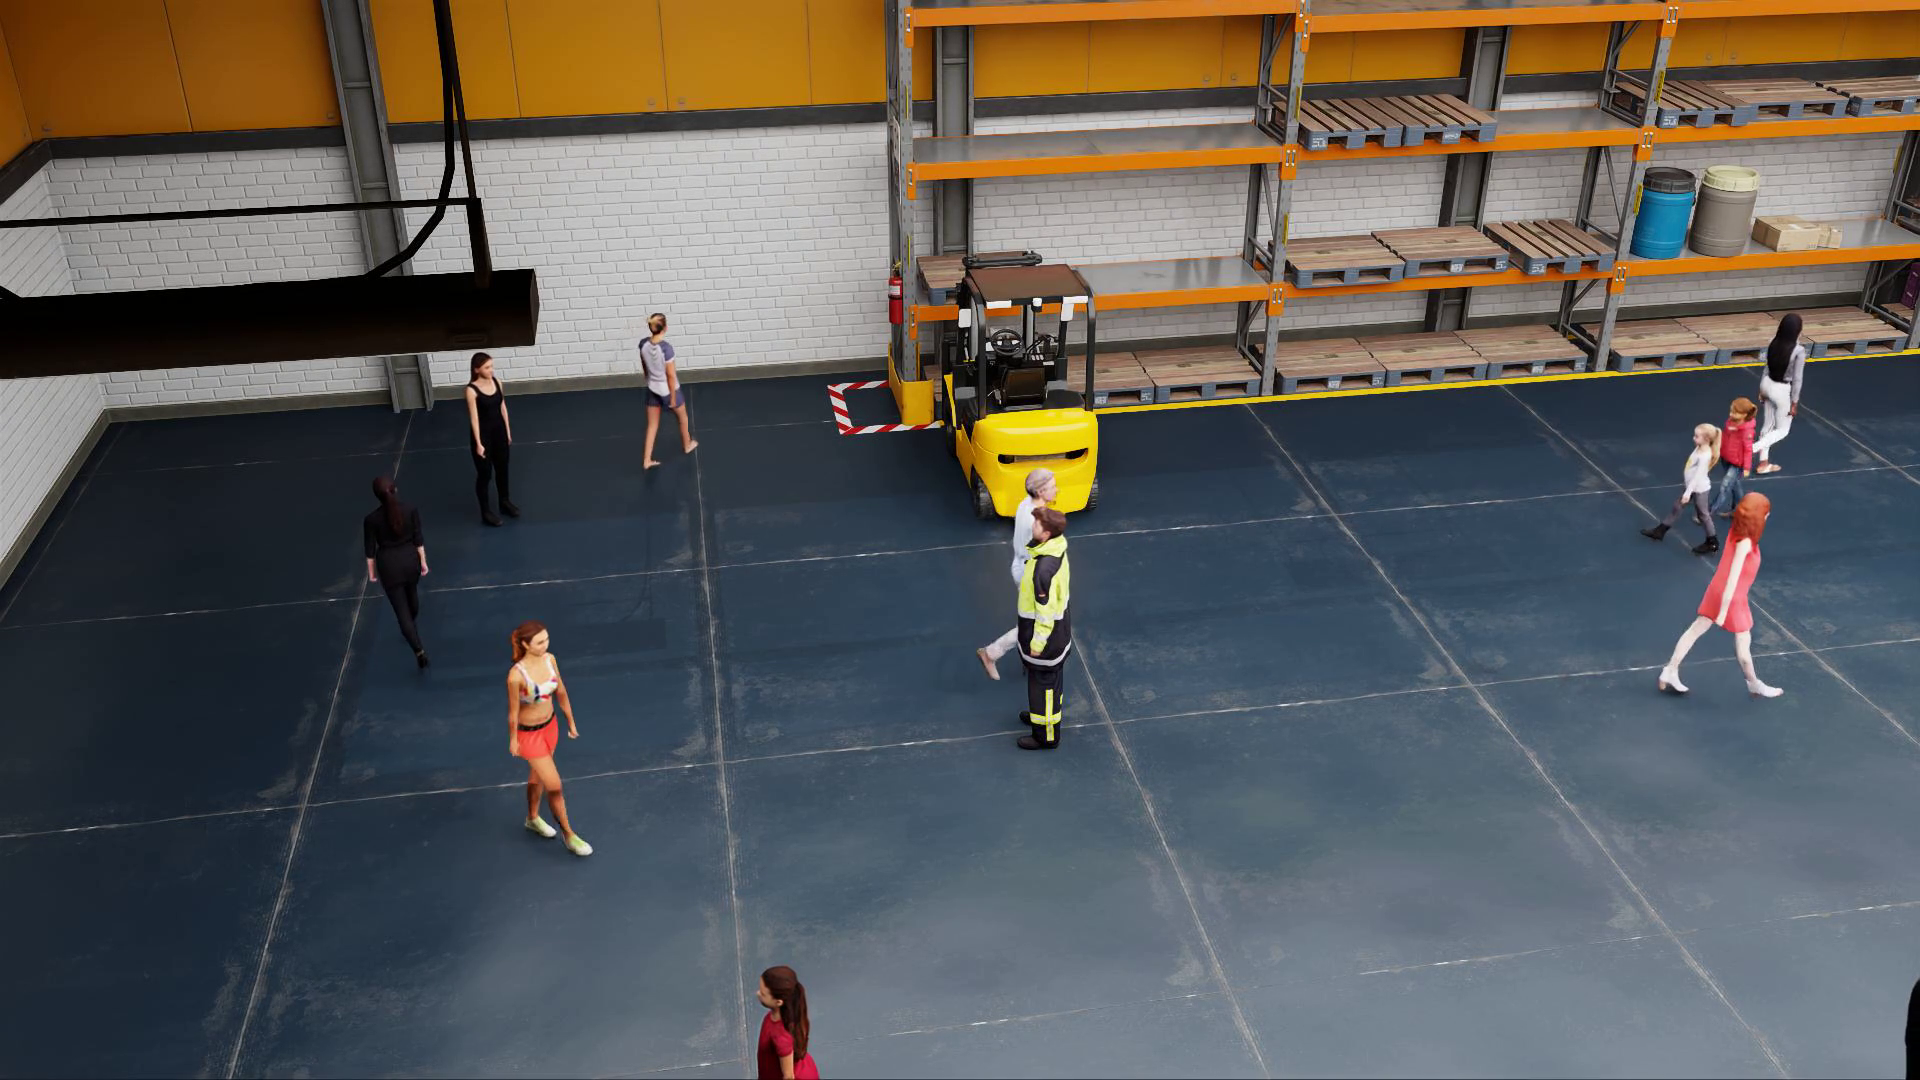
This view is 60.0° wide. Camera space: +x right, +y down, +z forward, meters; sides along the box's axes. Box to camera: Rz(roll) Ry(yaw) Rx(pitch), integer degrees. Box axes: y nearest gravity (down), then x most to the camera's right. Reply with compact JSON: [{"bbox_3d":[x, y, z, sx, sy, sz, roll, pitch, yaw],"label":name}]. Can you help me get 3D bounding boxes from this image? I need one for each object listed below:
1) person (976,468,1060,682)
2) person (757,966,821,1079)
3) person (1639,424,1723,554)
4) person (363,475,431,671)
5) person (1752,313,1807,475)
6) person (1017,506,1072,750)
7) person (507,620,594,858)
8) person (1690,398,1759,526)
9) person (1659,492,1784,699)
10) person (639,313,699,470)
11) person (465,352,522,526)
[{"bbox_3d":[0.475,0.306,13.017,0.895,1.876,0.675,-3,29,-5],"label":"person"},{"bbox_3d":[-0.900,2.833,8.720,0.610,1.554,0.548,-3,29,-5],"label":"person"},{"bbox_3d":[6.741,-0.443,15.053,0.978,1.240,0.744,7,29,13],"label":"person"},{"bbox_3d":[-4.463,0.290,13.309,1.078,1.624,0.968,-19,34,-31],"label":"person"},{"bbox_3d":[7.954,-1.391,16.298,0.932,1.712,0.673,-9,30,-15],"label":"person"},{"bbox_3d":[0.629,0.632,12.304,0.764,1.987,0.839,3,29,6],"label":"person"},{"bbox_3d":[-2.937,1.300,11.309,1.000,1.767,0.913,17,33,28],"label":"person"},{"bbox_3d":[7.287,-0.721,15.514,0.812,1.288,0.567,-2,29,-3],"label":"person"},{"bbox_3d":[5.809,0.464,12.828,1.216,1.780,0.931,6,29,11],"label":"person"},{"bbox_3d":[-3.003,-1.441,16.526,1.026,1.582,0.989,13,31,22],"label":"person"},{"bbox_3d":[-4.402,-0.964,15.544,0.730,1.686,0.673,18,33,30],"label":"person"}]
